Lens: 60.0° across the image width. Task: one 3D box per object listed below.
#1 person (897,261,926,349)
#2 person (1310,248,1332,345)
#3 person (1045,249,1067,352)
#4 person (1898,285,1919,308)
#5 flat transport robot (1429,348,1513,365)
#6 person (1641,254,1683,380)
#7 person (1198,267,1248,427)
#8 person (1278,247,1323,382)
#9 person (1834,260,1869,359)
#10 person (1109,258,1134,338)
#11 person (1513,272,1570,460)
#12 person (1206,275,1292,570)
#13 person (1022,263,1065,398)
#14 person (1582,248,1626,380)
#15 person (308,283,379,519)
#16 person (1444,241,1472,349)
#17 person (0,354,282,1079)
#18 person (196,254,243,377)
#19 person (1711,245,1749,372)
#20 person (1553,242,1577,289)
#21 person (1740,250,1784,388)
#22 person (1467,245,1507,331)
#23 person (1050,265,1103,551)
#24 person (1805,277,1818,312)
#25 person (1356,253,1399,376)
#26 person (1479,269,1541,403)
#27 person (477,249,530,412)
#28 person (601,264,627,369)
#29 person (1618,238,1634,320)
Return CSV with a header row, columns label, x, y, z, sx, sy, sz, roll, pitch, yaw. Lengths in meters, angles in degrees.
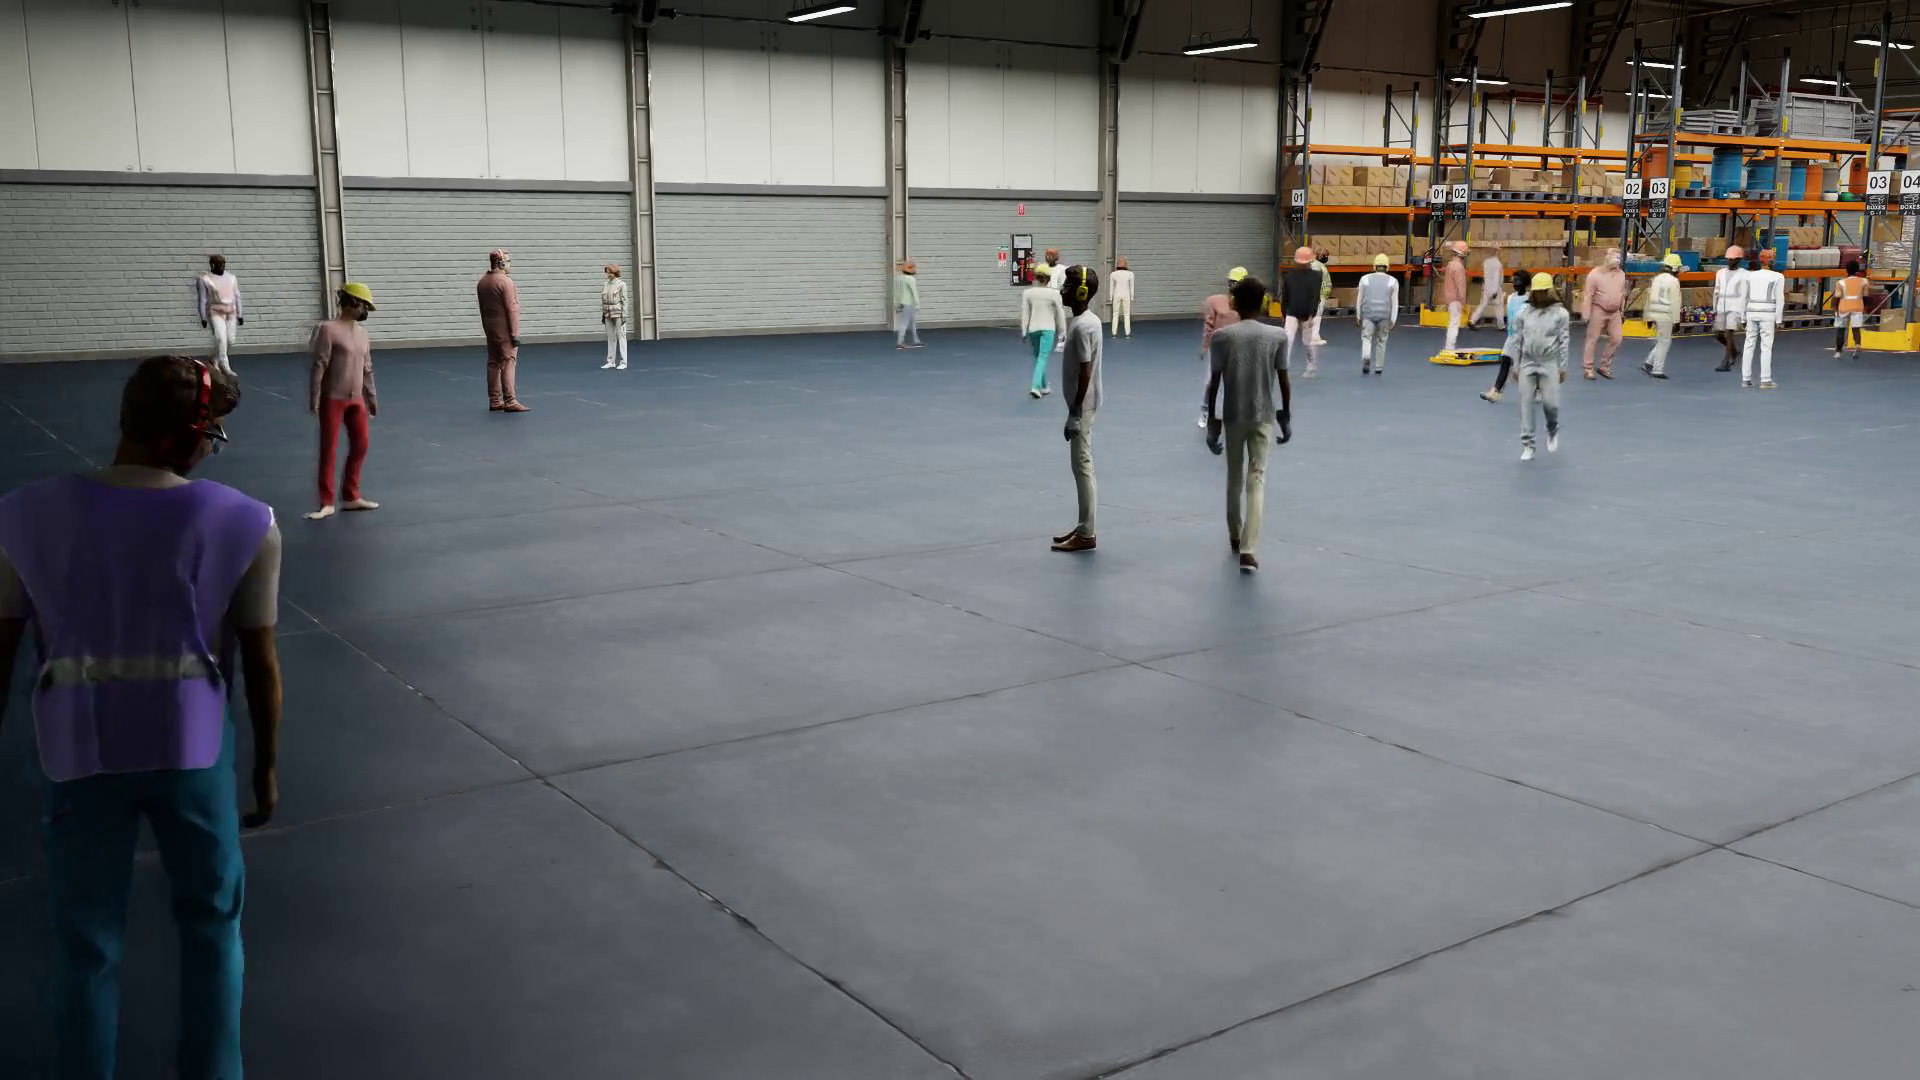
label,x,y,z,sx,sy,sz,roll,pitch,yaw
person,-0.866,-4.323,30.652,0.750,1.603,0.523,-5,11,-25
person,6.915,-4.672,31.938,0.429,1.838,0.621,3,11,16
person,1.626,-4.240,29.549,0.583,1.836,0.925,5,11,25
person,19.197,-4.987,33.422,0.625,1.931,0.375,5,11,24
flat transport robot,8.374,-3.001,27.064,1.431,0.197,0.652,-7,13,-34
person,10.142,-3.199,23.914,0.427,1.815,0.591,0,10,-2
person,2.870,-2.053,17.907,0.593,1.725,0.443,-1,10,-3
person,4.906,-3.239,23.867,0.616,1.937,0.997,5,12,26
person,14.913,-3.844,27.825,0.536,1.674,0.708,3,11,16
person,3.295,-4.932,33.955,0.499,1.626,0.307,2,10,8
person,5.371,-1.604,15.402,0.485,1.735,0.436,6,12,29
person,1.824,-0.752,10.505,0.516,1.818,0.997,3,11,15
person,1.059,-2.696,21.433,0.537,1.725,0.920,5,11,24
person,9.295,-3.244,23.957,0.727,1.887,0.550,-3,11,-14
person,-4.571,-1.024,12.258,0.333,1.720,0.675,4,11,22
person,8.362,-3.992,27.838,0.527,1.983,0.639,0,10,0
person,-1.837,0.516,3.594,0.744,1.808,0.399,-5,11,-25
person,-11.015,-3.335,24.669,0.754,1.816,0.618,6,12,31
person,11.835,-3.542,25.492,0.599,1.925,0.561,-7,12,-33
person,16.334,-7.068,44.885,1.028,1.915,0.613,-5,11,-25
person,10.937,-3.011,22.701,0.358,1.881,0.574,-8,13,-38
person,11.562,-5.471,36.225,0.915,1.874,0.645,-2,10,-9
person,0.770,-0.860,10.928,0.328,1.877,0.510,1,10,8
person,23.320,-7.016,45.374,0.375,1.616,0.519,-10,14,-43
person,6.145,-3.305,24.494,0.612,1.816,0.600,3,11,17
person,6.840,-2.486,20.431,0.872,1.645,0.550,-5,11,-24
person,-5.383,-2.462,19.610,0.641,1.913,0.407,9,14,40
person,-5.386,-3.477,25.925,0.510,1.639,0.308,6,12,32
person,15.483,-6.035,38.826,0.367,2.048,0.607,-5,11,-25
